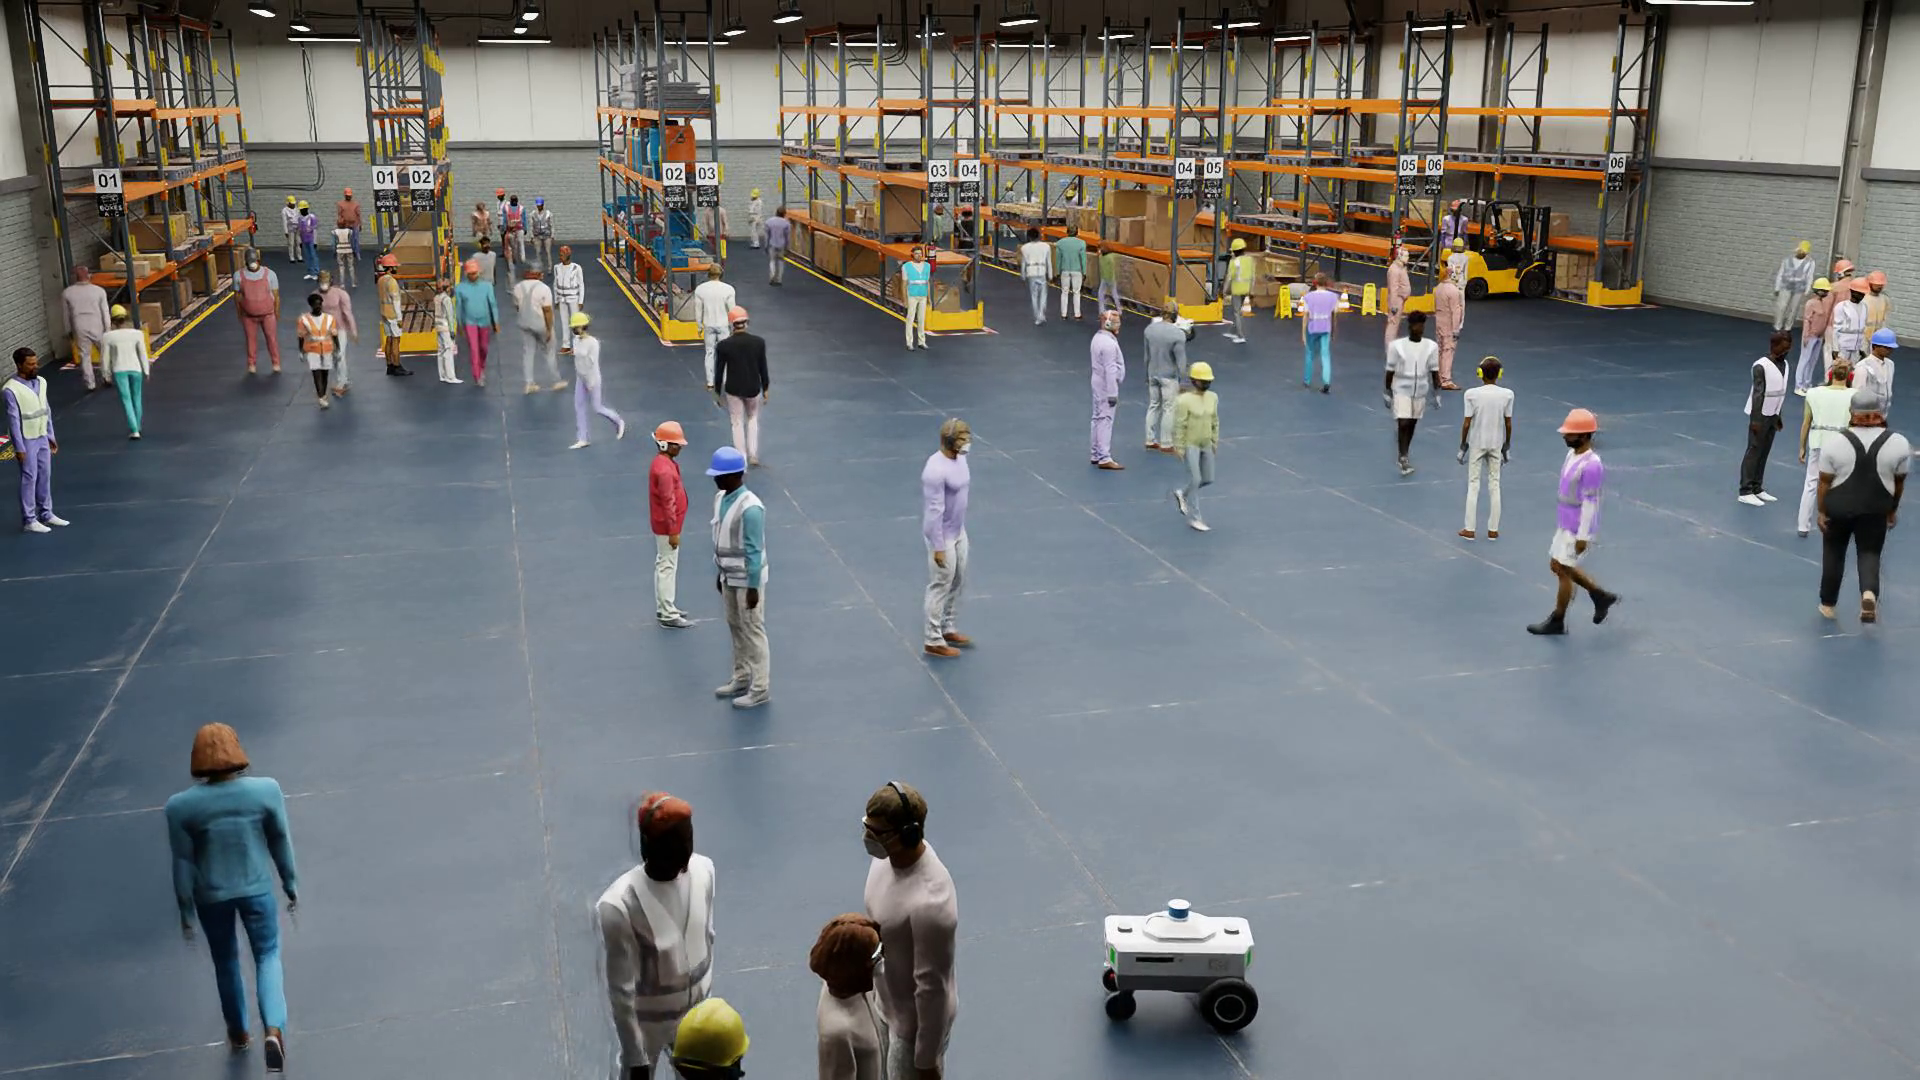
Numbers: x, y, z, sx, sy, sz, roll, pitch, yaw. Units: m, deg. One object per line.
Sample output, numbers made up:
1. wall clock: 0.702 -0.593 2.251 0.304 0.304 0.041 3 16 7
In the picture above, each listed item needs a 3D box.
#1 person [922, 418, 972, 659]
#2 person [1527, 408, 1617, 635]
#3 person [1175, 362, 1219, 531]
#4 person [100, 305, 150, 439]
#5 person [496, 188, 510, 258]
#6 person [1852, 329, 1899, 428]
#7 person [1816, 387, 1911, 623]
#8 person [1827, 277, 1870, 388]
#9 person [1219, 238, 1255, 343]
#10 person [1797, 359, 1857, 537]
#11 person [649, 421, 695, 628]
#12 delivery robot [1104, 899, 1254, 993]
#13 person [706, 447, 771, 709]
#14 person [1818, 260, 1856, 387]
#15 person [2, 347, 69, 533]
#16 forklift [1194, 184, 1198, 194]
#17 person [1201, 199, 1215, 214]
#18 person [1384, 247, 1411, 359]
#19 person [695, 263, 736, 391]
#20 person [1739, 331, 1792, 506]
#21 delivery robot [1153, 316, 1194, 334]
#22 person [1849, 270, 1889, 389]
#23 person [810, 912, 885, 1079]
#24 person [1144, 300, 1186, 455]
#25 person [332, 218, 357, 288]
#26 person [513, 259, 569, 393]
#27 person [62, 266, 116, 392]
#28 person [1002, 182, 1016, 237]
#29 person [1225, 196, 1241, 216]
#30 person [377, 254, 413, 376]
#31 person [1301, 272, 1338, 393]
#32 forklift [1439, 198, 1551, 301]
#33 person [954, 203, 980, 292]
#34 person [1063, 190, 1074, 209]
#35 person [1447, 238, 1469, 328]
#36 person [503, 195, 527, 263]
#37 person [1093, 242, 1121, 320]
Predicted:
1. person: -0.118 -0.012 13.199 0.374 1.928 0.715 6 16 21
2. person: 5.107 -0.137 13.680 0.647 1.922 0.559 1 15 2
3. person: 2.428 -0.995 17.235 0.530 1.749 0.589 -9 17 -31
4. person: -10.983 -2.214 21.863 0.542 1.731 0.883 -12 19 -38
5. person: -12.765 -8.858 46.494 0.548 1.928 0.387 12 19 39
6. person: 9.988 -1.358 18.255 0.601 1.939 0.409 -9 17 -30
7. person: 7.554 -0.285 14.010 0.684 2.000 0.716 5 16 20
8. person: 12.511 -2.724 23.389 0.542 1.936 0.362 -4 15 -16
9. person: 5.004 -4.554 30.371 0.607 1.887 0.756 -11 18 -35
10. person: 8.743 -0.900 16.720 0.562 1.837 0.389 10 18 34
11. person: -2.435 -0.136 14.010 0.339 1.745 0.561 -4 15 -14
12. delivery robot: 1.058 1.992 8.108 0.707 0.478 0.477 0 15 2
13. person: -1.620 0.266 12.142 0.422 1.938 0.608 -10 18 -33
14. person: 13.492 -3.296 25.480 0.650 1.967 0.465 -1 15 -3
15. person: -9.538 -1.028 17.071 0.392 1.911 0.584 1 15 4
16. forklift: 7.392 -11.333 53.972 1.873 2.768 1.129 -4 15 -15
17. person: 7.018 -8.959 47.294 0.597 1.698 0.898 -4 15 -16
18. person: 7.485 -4.045 28.414 0.401 1.907 0.648 6 16 22
19. person: -3.692 -3.222 25.257 0.635 1.937 0.353 2 15 6
20. person: 8.842 -1.350 18.265 0.587 1.913 0.393 -12 19 -38
21. delivery robot: 3.908 -3.956 30.490 0.707 0.478 0.477 7 16 26
22. person: 13.280 -2.969 24.311 0.551 1.935 0.373 -3 15 -10
23. person: -0.382 2.075 5.908 0.274 1.632 0.507 0 15 2
24. person: 2.553 -2.026 20.779 0.367 1.926 0.642 -14 20 -41
25. person: -14.433 -6.724 39.006 0.512 1.642 0.311 -7 16 -23
26. person: -6.383 -3.265 25.223 0.689 2.000 0.606 6 16 21
27. person: -13.265 -3.226 25.370 0.666 1.880 0.782 -4 15 -14
28. person: 1.595 -10.646 53.563 0.487 1.746 0.290 8 17 29
29. person: 7.821 -9.038 47.720 0.500 1.636 0.285 -5 16 -19
30. person: -9.093 -3.604 26.693 0.362 1.939 0.543 -13 20 -41
31. person: 5.469 -3.162 25.281 0.584 1.808 0.911 -1 15 -5
32. forklift: 11.913 -6.508 37.130 2.313 2.155 1.214 -4 15 -15
33. person: 0.162 -6.689 38.142 0.613 2.026 0.657 -2 15 -8
34. person: 3.254 -9.525 49.391 0.496 1.719 0.413 7 16 25
35. person: 9.583 -4.963 32.182 0.493 1.742 0.311 -6 16 -22
36. person: -12.021 -8.412 44.998 0.626 1.836 0.428 -3 15 -11
37. person: 2.997 -5.188 33.354 0.597 1.579 0.504 -10 18 -33
